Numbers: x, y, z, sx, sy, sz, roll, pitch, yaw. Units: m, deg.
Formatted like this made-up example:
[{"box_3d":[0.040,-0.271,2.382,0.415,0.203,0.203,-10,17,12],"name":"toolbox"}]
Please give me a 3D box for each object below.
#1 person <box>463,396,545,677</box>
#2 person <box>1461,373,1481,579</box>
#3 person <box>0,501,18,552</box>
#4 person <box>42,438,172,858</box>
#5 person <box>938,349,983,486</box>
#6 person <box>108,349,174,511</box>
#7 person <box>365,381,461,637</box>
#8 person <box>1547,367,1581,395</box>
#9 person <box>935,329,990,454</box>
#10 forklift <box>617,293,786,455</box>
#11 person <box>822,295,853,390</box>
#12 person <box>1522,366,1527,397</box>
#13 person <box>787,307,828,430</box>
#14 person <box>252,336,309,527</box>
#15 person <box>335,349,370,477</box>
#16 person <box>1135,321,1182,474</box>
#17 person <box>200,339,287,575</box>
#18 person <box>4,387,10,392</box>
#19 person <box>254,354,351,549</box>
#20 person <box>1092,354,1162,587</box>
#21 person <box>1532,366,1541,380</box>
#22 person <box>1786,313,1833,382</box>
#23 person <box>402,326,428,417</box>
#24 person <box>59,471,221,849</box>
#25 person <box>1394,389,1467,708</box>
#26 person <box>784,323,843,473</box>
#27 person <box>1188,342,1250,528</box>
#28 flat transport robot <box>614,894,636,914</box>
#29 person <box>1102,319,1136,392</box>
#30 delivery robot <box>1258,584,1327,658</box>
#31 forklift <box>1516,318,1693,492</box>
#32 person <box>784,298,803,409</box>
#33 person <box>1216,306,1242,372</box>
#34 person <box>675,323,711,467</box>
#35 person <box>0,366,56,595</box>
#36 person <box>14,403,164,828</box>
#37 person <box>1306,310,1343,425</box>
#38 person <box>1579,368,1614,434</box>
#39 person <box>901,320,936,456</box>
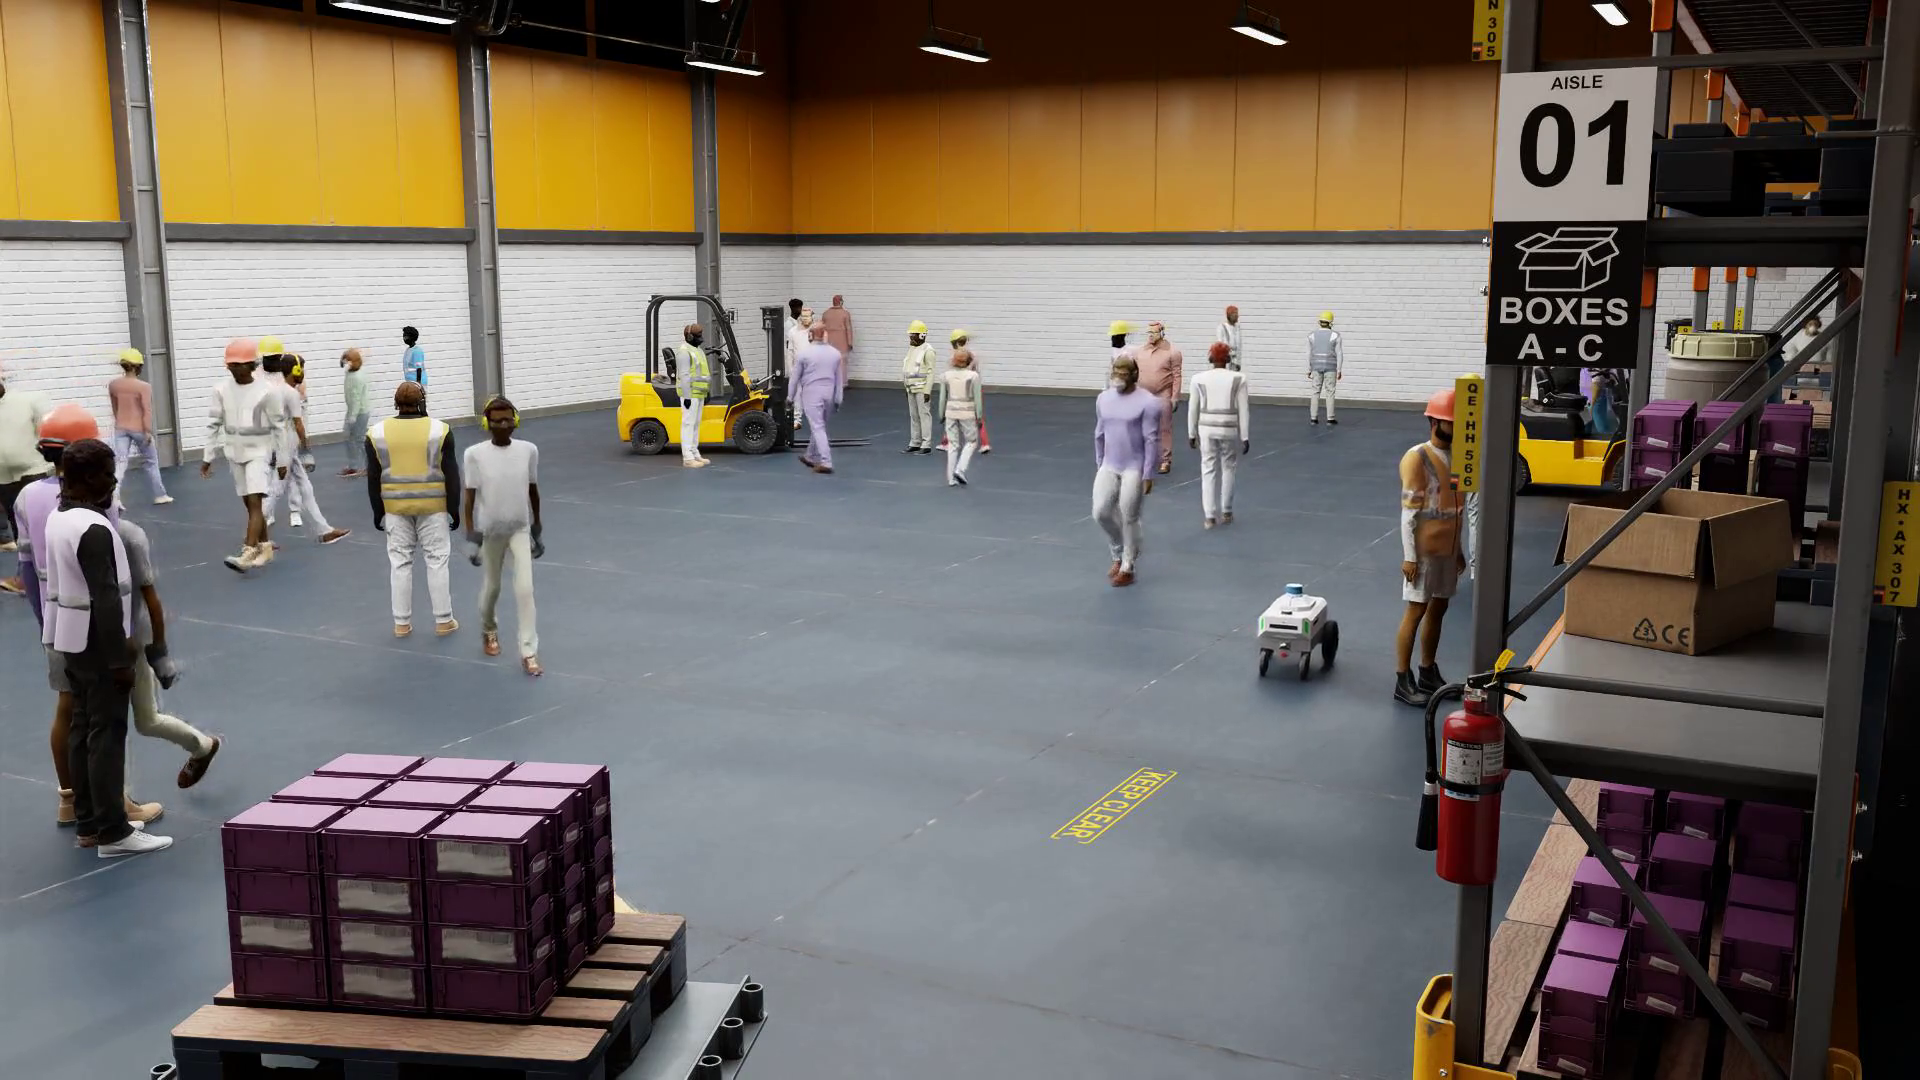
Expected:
[{"box_3d":[-3.040,-0.059,11.079,0.546,1.824,0.969,-5,11,-27],"name":"person"},{"box_3d":[4.275,-0.539,14.057,0.485,1.744,0.295,4,11,24],"name":"person"},{"box_3d":[-9.029,-0.764,15.167,0.766,1.823,0.513,-1,10,-7],"name":"person"},{"box_3d":[-3.947,0.492,7.592,0.392,1.917,0.592,-10,14,-44],"name":"person"},{"box_3d":[0.004,-1.430,19.545,0.594,1.625,0.363,5,11,25],"name":"person"},{"box_3d":[-8.897,-1.188,17.872,0.523,1.726,0.886,1,10,6],"name":"person"},{"box_3d":[-3.896,-0.220,11.924,0.634,1.842,0.429,-2,10,-9],"name":"person"},{"box_3d":[8.301,-2.221,22.935,0.687,2.000,0.538,-1,10,-5],"name":"person"},{"box_3d":[0.059,-2.033,22.842,0.557,1.703,0.928,-8,12,-38],"name":"person"},{"box_3d":[-3.588,-2.317,23.042,2.313,2.155,1.214,-1,10,-5],"name":"forklift"},{"box_3d":[-2.440,-3.975,33.478,0.650,1.907,0.409,4,11,22],"name":"person"},{"box_3d":[7.673,-2.175,22.961,0.360,1.939,0.543,4,10,20],"name":"person"},{"box_3d":[-2.370,-2.648,25.792,0.636,1.911,0.405,0,10,2],"name":"person"},{"box_3d":[-6.840,-1.082,16.678,0.589,1.923,0.383,-2,10,-11],"name":"person"},{"box_3d":[-7.370,-1.538,20.230,0.526,1.594,0.567,-8,13,-40],"name":"person"},{"box_3d":[2.431,-1.776,20.743,0.646,1.907,0.401,6,12,33],"name":"person"},{"box_3d":[-6.155,-0.693,14.195,0.627,2.004,0.981,2,10,9],"name":"person"},{"box_3d":[-10.030,-1.036,17.229,0.513,1.642,0.311,2,10,9],"name":"person"},{"box_3d":[-6.231,-0.821,15.513,0.944,1.805,0.614,-6,12,-32],"name":"person"},{"box_3d":[1.344,-0.567,13.688,0.647,1.922,0.434,8,12,37],"name":"person"},{"box_3d":[9.551,-2.760,26.782,0.653,1.788,0.974,8,13,39],"name":"person"},{"box_3d":[12.001,-2.267,23.555,0.640,1.917,0.620,2,10,11],"name":"person"},{"box_3d":[-7.951,-2.277,24.279,0.321,1.690,0.536,-7,12,-35],"name":"person"},{"box_3d":[-3.933,0.483,7.968,0.534,1.821,0.841,2,10,13],"name":"person"},{"box_3d":[2.907,0.047,10.109,0.552,1.932,0.377,-8,12,-37],"name":"person"},{"box_3d":[-1.846,-1.793,20.993,0.663,1.857,1.011,-8,12,-38],"name":"person"},{"box_3d":[2.625,-1.076,16.842,0.629,1.847,0.859,2,10,11],"name":"person"},{"box_3d":[-2.046,1.499,6.513,1.431,0.197,0.652,-6,11,-30],"name":"flat transport robot"},{"box_3d":[2.015,-1.849,21.174,0.423,1.904,0.642,-3,10,-17],"name":"person"},{"box_3d":[2.209,0.534,11.011,0.477,0.478,0.707,4,11,22],"name":"delivery robot"},{"box_3d":[7.066,-1.601,18.899,2.313,2.155,1.214,5,11,27],"name":"forklift"},{"box_3d":[-2.923,-3.266,29.250,0.399,1.956,0.609,2,10,9],"name":"person"},{"box_3d":[4.505,-2.979,27.882,0.628,1.866,0.526,-9,13,-41],"name":"person"},{"box_3d":[-3.428,-1.864,21.442,0.430,1.845,0.624,2,10,9],"name":"person"},{"box_3d":[-7.621,-0.514,13.400,0.655,1.923,0.869,-3,10,-14],"name":"person"},{"box_3d":[-4.145,0.372,7.899,0.614,2.046,0.362,4,11,23],"name":"person"},{"box_3d":[5.826,-2.743,26.558,0.594,1.832,0.404,5,11,28],"name":"person"},{"box_3d":[7.853,-1.666,20.488,1.035,1.784,0.580,1,10,5],"name":"person"},{"box_3d":[-0.571,-2.063,22.617,0.404,1.833,0.587,-6,12,-33],"name":"person"}]
